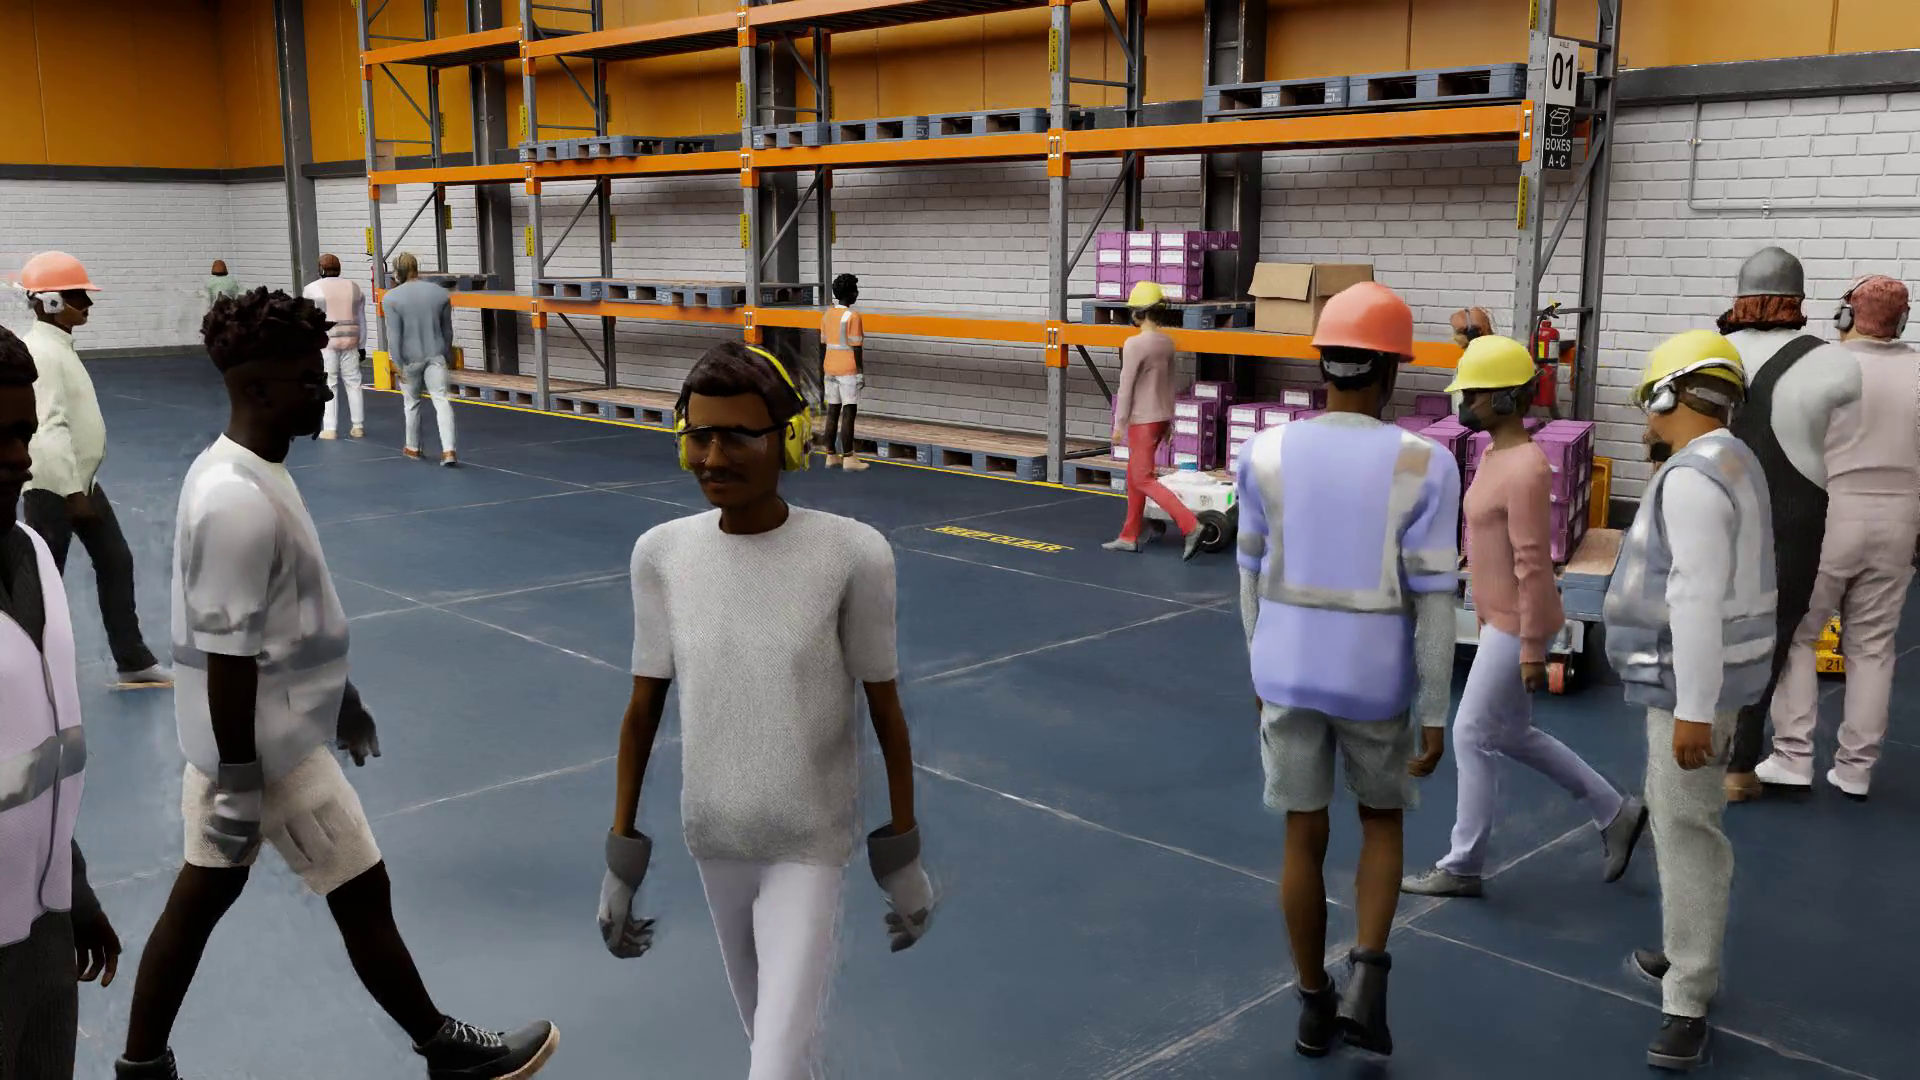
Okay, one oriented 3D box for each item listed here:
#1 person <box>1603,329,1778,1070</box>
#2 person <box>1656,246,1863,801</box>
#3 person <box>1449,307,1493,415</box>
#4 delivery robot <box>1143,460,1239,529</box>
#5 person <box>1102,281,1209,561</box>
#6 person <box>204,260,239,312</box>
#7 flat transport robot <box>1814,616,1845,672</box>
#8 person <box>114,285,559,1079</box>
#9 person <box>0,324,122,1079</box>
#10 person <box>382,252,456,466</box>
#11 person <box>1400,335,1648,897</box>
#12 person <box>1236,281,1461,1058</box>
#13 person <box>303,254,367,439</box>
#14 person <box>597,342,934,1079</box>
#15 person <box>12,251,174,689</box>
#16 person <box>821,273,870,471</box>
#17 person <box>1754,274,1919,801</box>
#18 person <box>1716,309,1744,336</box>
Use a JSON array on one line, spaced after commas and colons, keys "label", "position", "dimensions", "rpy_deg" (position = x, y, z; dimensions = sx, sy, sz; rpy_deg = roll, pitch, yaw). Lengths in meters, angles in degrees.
[{"label": "person", "position": [1.821, 0.380, 4.200], "dimensions": [0.407, 1.787, 0.739], "rpy_deg": [6, 12, 28]}, {"label": "person", "position": [2.991, -0.117, 6.180], "dimensions": [0.699, 2.000, 1.061], "rpy_deg": [9, 14, 41]}, {"label": "person", "position": [2.972, -0.558, 9.756], "dimensions": [0.800, 1.591, 0.552], "rpy_deg": [9, 14, 40]}, {"label": "delivery robot", "position": [1.494, -0.281, 10.873], "dimensions": [0.707, 0.478, 0.477], "rpy_deg": [6, 12, 27]}, {"label": "person", "position": [1.228, -0.738, 10.377], "dimensions": [0.763, 1.742, 0.521], "rpy_deg": [7, 13, 34]}, {"label": "person", "position": [-11.674, -3.611, 26.347], "dimensions": [0.499, 1.633, 0.286], "rpy_deg": [-5, 12, -26]}, {"label": "flat transport robot", "position": [3.899, 0.388, 8.251], "dimensions": [0.652, 0.197, 1.431], "rpy_deg": [0, 10, 3]}, {"label": "person", "position": [-1.478, 0.403, 3.693], "dimensions": [0.999, 1.913, 0.626], "rpy_deg": [-5, 12, -25]}, {"label": "person", "position": [-1.504, 0.615, 2.538], "dimensions": [0.390, 1.914, 0.587], "rpy_deg": [-1, 10, -5]}, {"label": "person", "position": [-4.758, -1.592, 14.700], "dimensions": [0.650, 1.878, 1.076], "rpy_deg": [-6, 12, -32]}, {"label": "person", "position": [1.738, 0.249, 5.032], "dimensions": [0.703, 1.736, 0.536], "rpy_deg": [2, 11, 10]}, {"label": "person", "position": [0.921, 0.338, 4.055], "dimensions": [0.545, 1.915, 0.485], "rpy_deg": [4, 11, 22]}, {"label": "person", "position": [-6.240, -1.930, 16.615], "dimensions": [0.634, 1.839, 0.429], "rpy_deg": [-9, 14, -41]}, {"label": "person", "position": [-0.393, 0.591, 2.888], "dimensions": [0.564, 1.824, 0.902], "rpy_deg": [4, 11, 20]}, {"label": "person", "position": [-3.953, -0.255, 7.160], "dimensions": [0.950, 1.965, 0.603], "rpy_deg": [-3, 11, -17]}, {"label": "person", "position": [-0.995, -1.443, 14.350], "dimensions": [0.317, 1.695, 0.540], "rpy_deg": [-8, 13, -37]}, {"label": "person", "position": [3.246, -0.009, 6.025], "dimensions": [0.695, 1.886, 0.487], "rpy_deg": [0, 10, -1]}, {"label": "person", "position": [3.909, -0.330, 8.367], "dimensions": [0.673, 1.659, 0.544], "rpy_deg": [8, 13, 37]}]
